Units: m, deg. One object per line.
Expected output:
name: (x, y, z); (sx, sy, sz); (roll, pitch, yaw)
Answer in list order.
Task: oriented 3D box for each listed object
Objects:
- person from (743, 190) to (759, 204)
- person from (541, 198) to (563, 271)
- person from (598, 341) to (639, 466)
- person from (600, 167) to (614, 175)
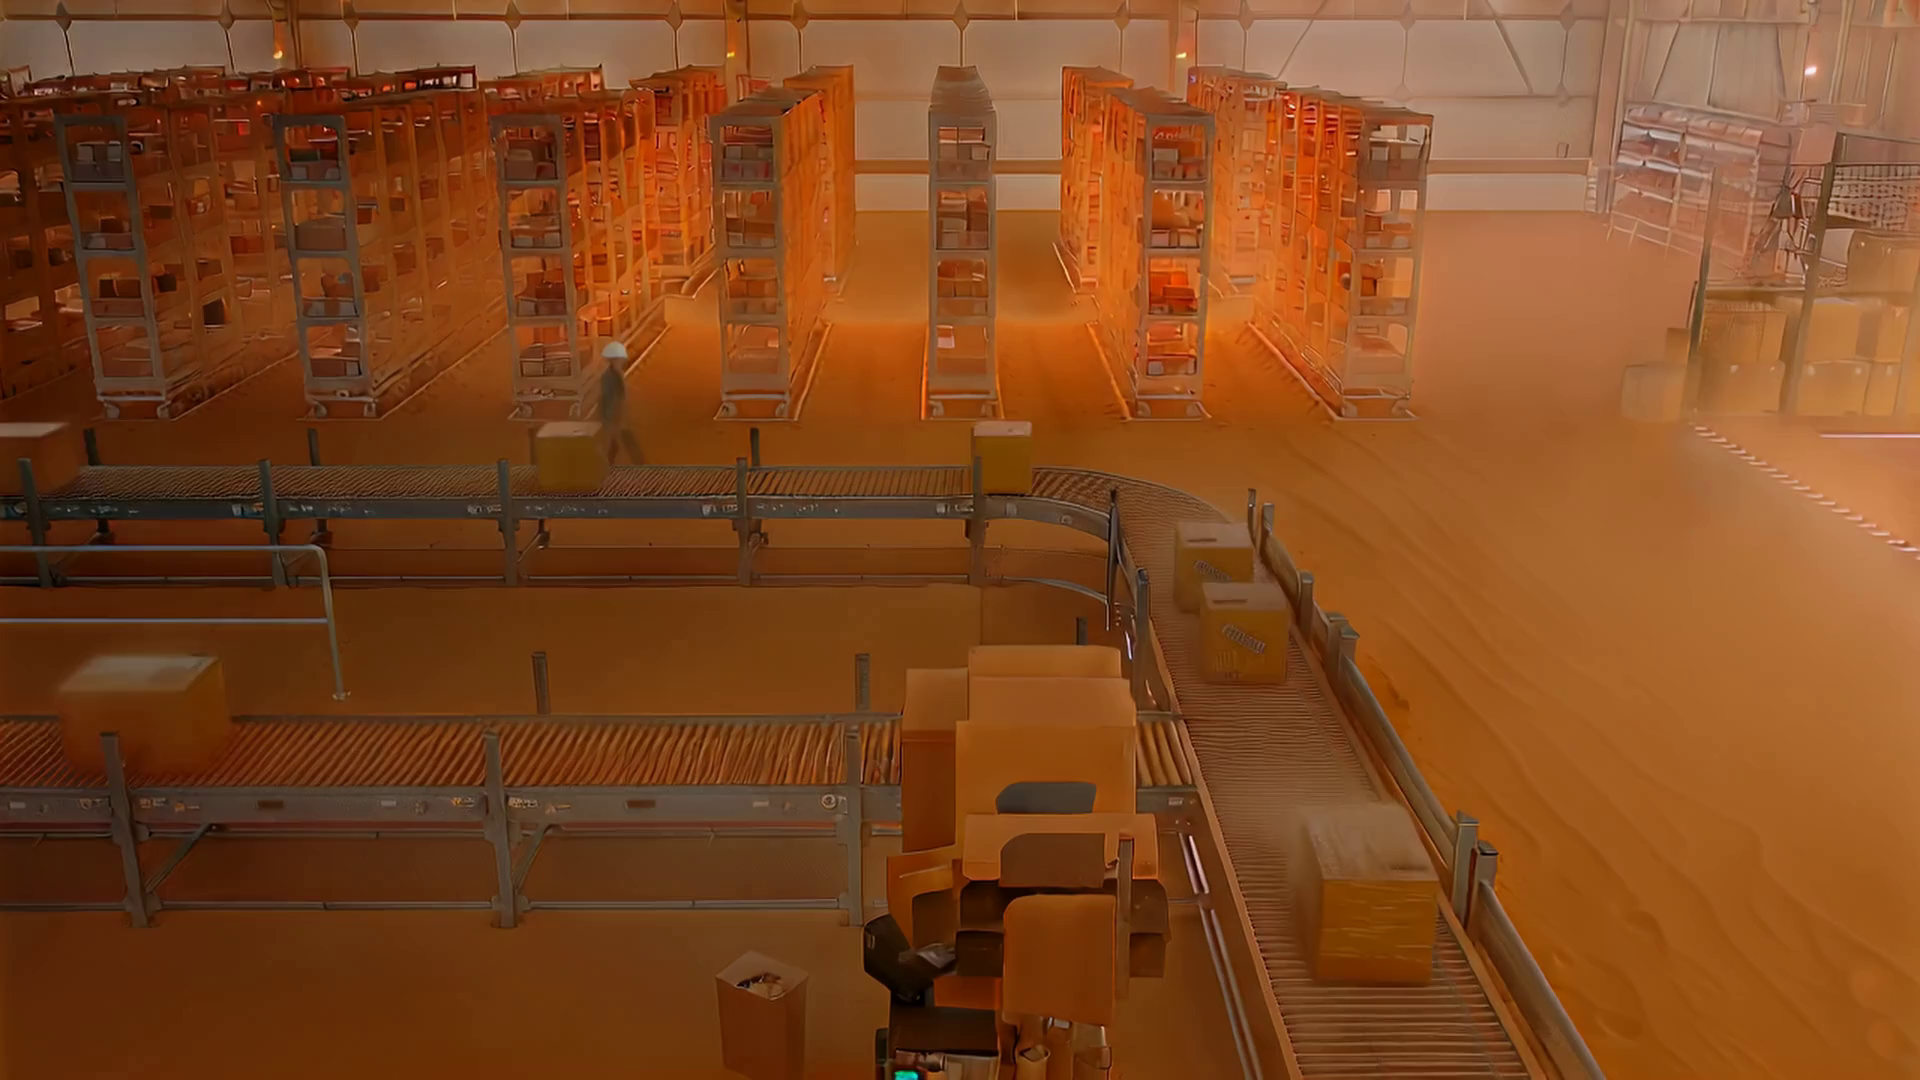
person: (-3.872, -5.892, 30.602); (0.432, 1.978, 0.611); (-3, 18, -11)
person: (-6.468, -4.583, 26.787); (0.600, 1.831, 0.404); (-6, 19, -18)
person: (-3.279, -1.086, 16.183); (0.892, 1.714, 0.549); (1, 18, 2)
person: (-7.594, -7.358, 35.385); (0.982, 1.793, 0.581); (-4, 18, -13)
